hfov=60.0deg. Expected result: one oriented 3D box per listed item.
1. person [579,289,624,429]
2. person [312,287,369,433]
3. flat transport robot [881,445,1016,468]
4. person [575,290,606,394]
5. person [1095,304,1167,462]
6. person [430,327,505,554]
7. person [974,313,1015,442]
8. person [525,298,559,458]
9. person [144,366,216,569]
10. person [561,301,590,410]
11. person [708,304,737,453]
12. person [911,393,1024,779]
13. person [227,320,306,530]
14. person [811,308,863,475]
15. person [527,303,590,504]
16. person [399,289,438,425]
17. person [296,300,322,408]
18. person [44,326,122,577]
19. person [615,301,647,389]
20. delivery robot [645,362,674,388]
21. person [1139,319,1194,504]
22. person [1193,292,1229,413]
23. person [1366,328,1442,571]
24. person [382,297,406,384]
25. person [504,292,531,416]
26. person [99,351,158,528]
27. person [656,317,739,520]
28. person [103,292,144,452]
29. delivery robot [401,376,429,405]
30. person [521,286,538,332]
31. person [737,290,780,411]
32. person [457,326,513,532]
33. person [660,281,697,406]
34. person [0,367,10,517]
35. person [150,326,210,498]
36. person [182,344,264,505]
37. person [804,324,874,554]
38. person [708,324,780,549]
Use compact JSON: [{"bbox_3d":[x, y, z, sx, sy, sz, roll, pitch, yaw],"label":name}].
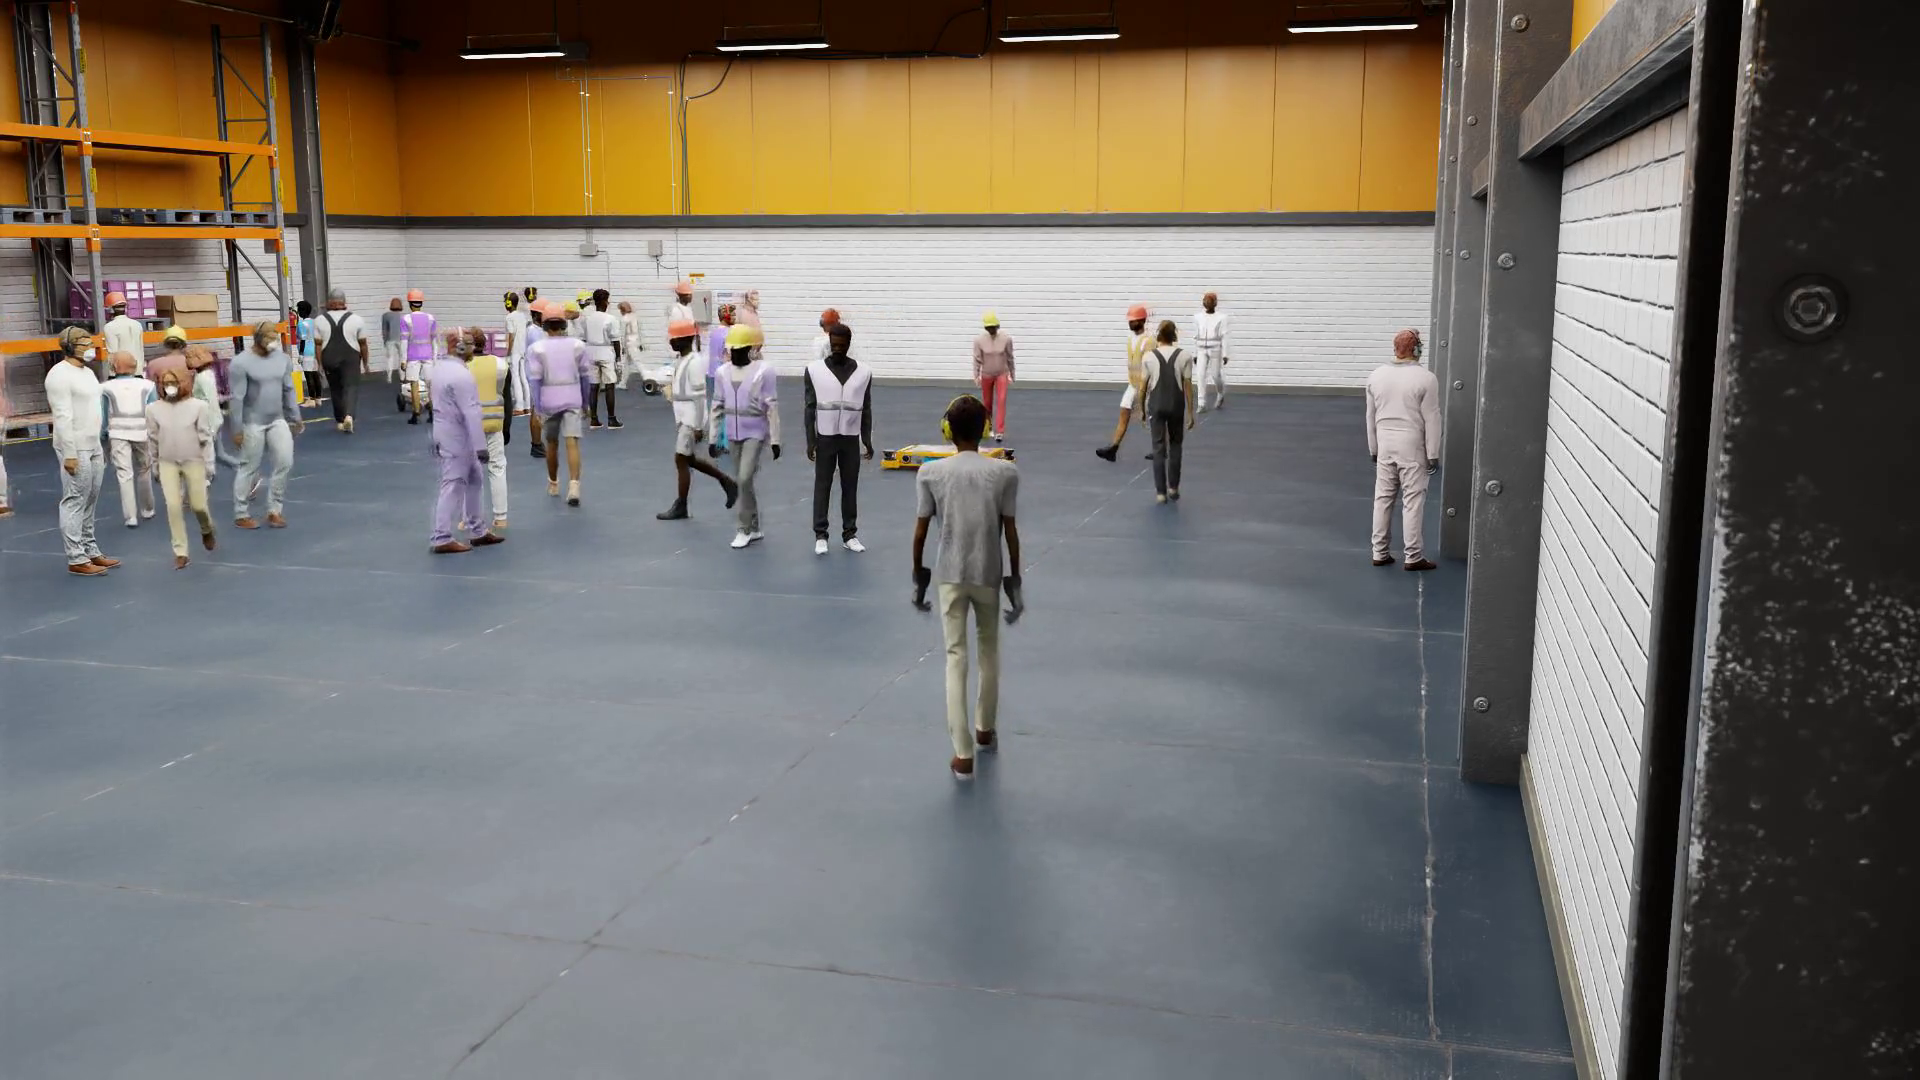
[{"bbox_3d":[-5.011,-2.530,23.285,0.616,1.964,0.361,3,10,17],"label":"person"},{"bbox_3d":[-8.526,-2.501,22.913,0.683,2.000,0.965,-2,10,-12],"label":"person"},{"bbox_3d":[-0.128,-0.952,19.148,1.431,0.197,0.652,3,10,15],"label":"flat transport robot"},{"bbox_3d":[-6.385,-3.405,28.716,0.726,1.792,0.611,1,10,8],"label":"person"},{"bbox_3d":[2.100,-1.851,19.704,1.003,1.871,0.546,-7,12,-33],"label":"person"},{"bbox_3d":[-4.107,-0.837,13.942,0.791,1.876,0.676,-6,12,-32],"label":"person"},{"bbox_3d":[0.456,-2.163,21.992,0.555,1.695,0.937,0,10,1],"label":"person"},{"bbox_3d":[-5.084,-1.963,20.186,0.375,1.927,0.543,-3,10,-17],"label":"person"},{"bbox_3d":[-6.239,-0.602,13.362,0.508,1.613,0.564,-3,10,-14],"label":"person"},{"bbox_3d":[-5.931,-2.806,25.550,0.566,1.724,0.490,0,10,1],"label":"person"},{"bbox_3d":[-2.904,-1.993,20.582,0.377,1.844,0.569,-7,12,-35],"label":"person"},{"bbox_3d":[0.030,0.196,8.232,0.544,1.829,0.886,0,10,-2],"label":"person"},{"bbox_3d":[-6.312,-1.040,15.082,0.555,1.892,0.668,6,11,29],"label":"person"},{"bbox_3d":[-1.396,-1.648,18.554,0.482,1.871,0.611,7,12,35],"label":"person"},{"bbox_3d":[-3.988,-1.359,16.612,0.608,1.998,1.062,-3,11,-19],"label":"person"},{"bbox_3d":[-7.797,-2.630,23.932,0.553,1.935,0.361,-9,13,-41],"label":"person"},{"bbox_3d":[-10.358,-2.951,26.430,0.318,1.698,0.534,1,10,3],"label":"person"},{"bbox_3d":[-6.842,-0.692,12.956,0.370,1.940,0.627,-1,10,-7],"label":"person"},{"bbox_3d":[-5.795,-3.454,29.583,0.867,1.590,0.575,3,10,14],"label":"person"},{"bbox_3d":[-5.052,-2.820,28.658,0.707,0.478,0.477,2,10,9],"label":"delivery robot"},{"bbox_3d":[2.080,-1.300,16.729,0.548,1.818,0.788,1,10,8],"label":"person"},{"bbox_3d":[3.900,-2.912,25.782,0.584,1.858,0.860,5,11,26],"label":"person"},{"bbox_3d":[3.526,-0.714,13.162,0.407,1.913,0.641,-9,14,-42],"label":"person"},{"bbox_3d":[-10.434,-3.674,30.751,0.517,1.613,0.614,-1,10,-6],"label":"person"},{"bbox_3d":[-6.700,-2.794,25.069,0.309,1.864,0.534,3,10,14],"label":"person"},{"bbox_3d":[-7.626,-0.928,15.286,0.533,1.598,0.780,-5,11,-27],"label":"person"},{"bbox_3d":[-2.453,-1.142,15.593,0.778,1.912,0.545,-4,11,-23],"label":"person"},{"bbox_3d":[-10.395,-2.083,20.685,0.392,1.991,0.613,2,10,13],"label":"person"},{"bbox_3d":[-8.351,-2.284,25.623,0.477,0.478,0.707,-6,12,-33],"label":"delivery robot"},{"bbox_3d":[-7.833,-3.656,30.035,0.797,1.841,0.522,-6,12,-30],"label":"person"},{"bbox_3d":[-3.073,-2.856,25.361,0.773,1.879,0.685,1,10,4],"label":"person"},{"bbox_3d":[-4.325,-0.990,14.920,0.626,1.844,0.429,-7,12,-34],"label":"person"},{"bbox_3d":[-4.328,-2.999,25.777,0.624,2.025,0.634,1,10,7],"label":"person"},{"bbox_3d":[-9.161,-1.163,15.520,0.612,1.974,0.459,5,11,28],"label":"person"},{"bbox_3d":[-8.016,-1.327,17.116,0.543,1.733,0.815,-3,10,-17],"label":"person"},{"bbox_3d":[-7.381,-1.148,16.504,0.725,1.602,0.524,-3,11,-18],"label":"person"},{"bbox_3d":[-1.015,-0.847,13.905,0.587,1.915,0.393,-4,11,-19],"label":"person"},{"bbox_3d":[-1.882,-0.876,14.111,0.625,1.892,0.735,5,11,27],"label":"person"}]
